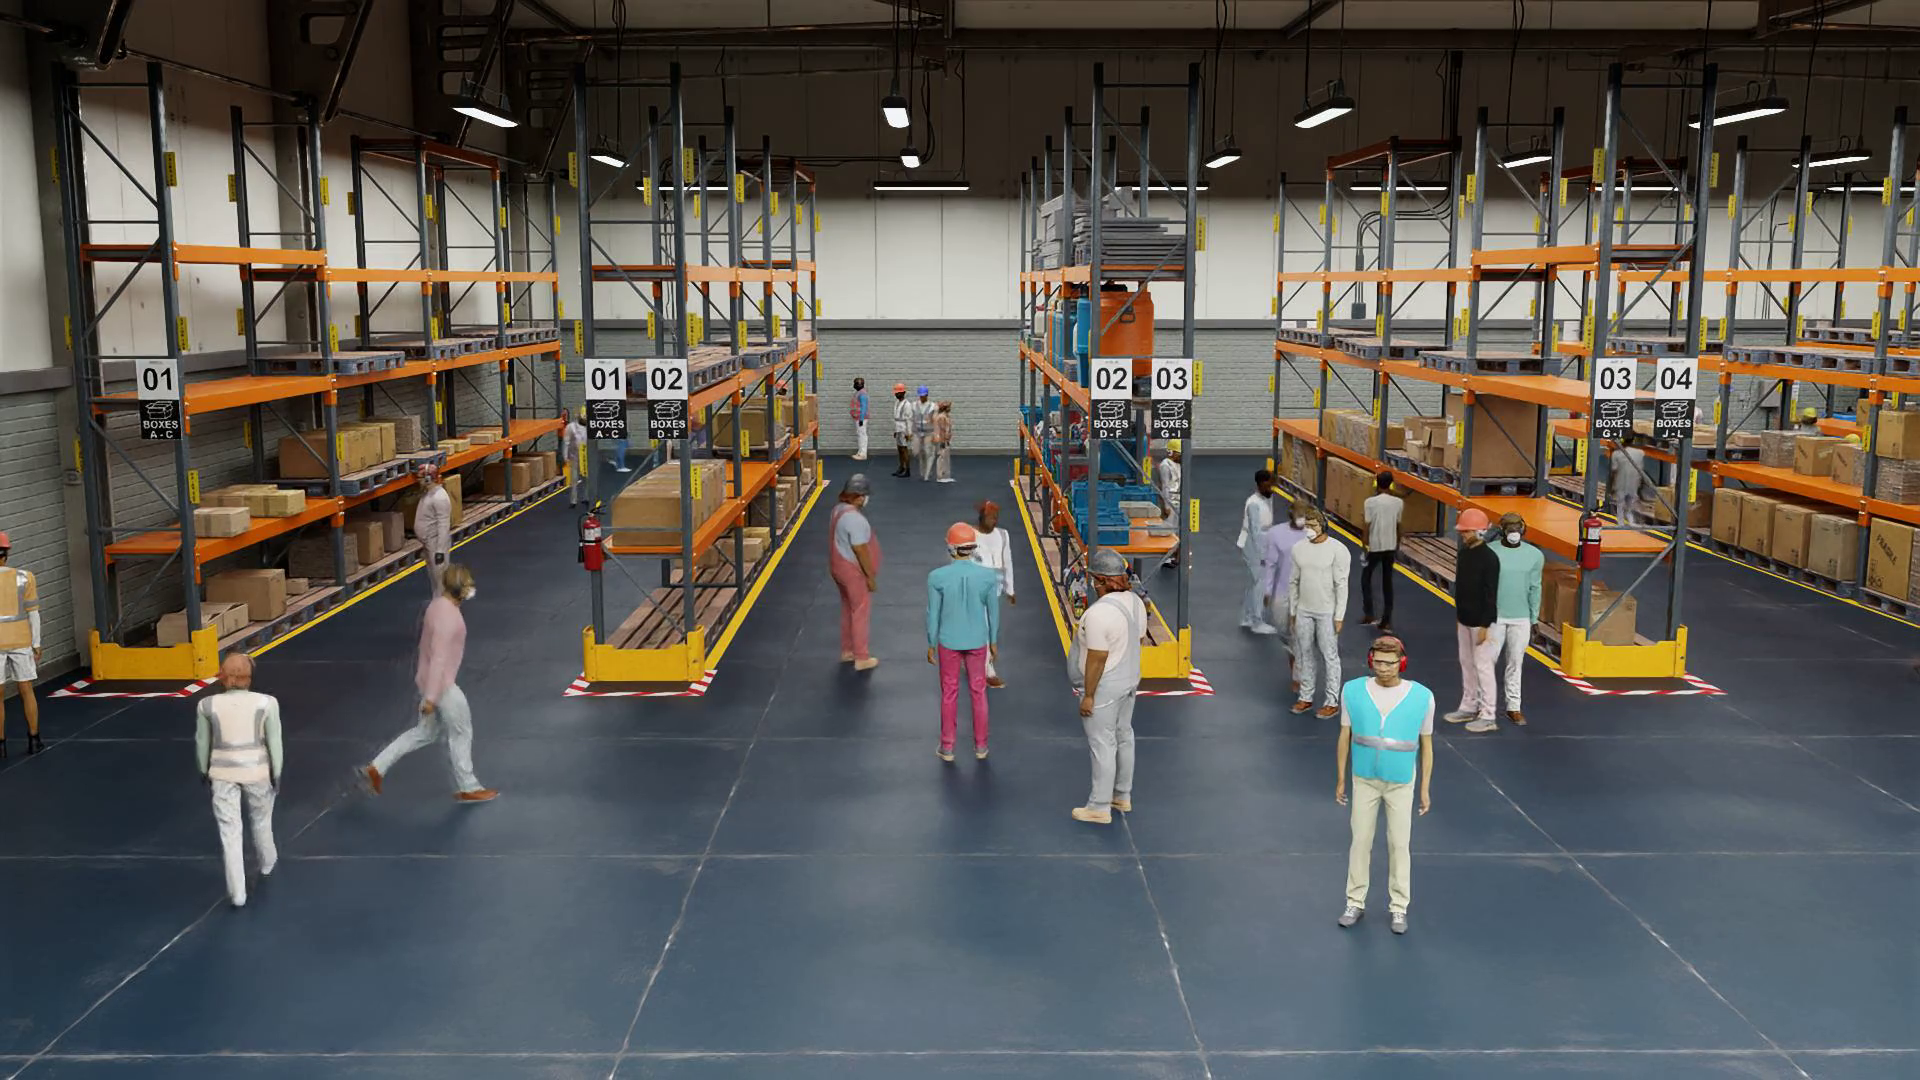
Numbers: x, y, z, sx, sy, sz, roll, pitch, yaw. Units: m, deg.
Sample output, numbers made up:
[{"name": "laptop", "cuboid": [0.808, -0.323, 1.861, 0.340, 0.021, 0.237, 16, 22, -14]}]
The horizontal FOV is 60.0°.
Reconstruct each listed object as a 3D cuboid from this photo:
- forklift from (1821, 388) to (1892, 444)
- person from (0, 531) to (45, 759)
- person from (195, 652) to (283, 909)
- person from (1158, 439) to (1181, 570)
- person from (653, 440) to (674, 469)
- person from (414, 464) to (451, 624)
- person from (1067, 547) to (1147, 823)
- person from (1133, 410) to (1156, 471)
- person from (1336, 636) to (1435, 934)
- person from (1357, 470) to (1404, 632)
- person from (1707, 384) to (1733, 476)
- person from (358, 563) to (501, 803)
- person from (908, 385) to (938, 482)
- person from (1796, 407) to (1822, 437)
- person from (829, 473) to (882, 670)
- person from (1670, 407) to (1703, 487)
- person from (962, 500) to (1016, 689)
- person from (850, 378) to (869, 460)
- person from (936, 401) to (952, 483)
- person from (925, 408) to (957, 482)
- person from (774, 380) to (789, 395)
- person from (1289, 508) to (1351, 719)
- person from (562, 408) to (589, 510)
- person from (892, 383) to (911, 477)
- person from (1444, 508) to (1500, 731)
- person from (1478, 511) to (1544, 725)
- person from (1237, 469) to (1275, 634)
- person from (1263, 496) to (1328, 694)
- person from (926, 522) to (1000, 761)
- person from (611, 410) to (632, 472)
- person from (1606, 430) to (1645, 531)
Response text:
[{"name": "forklift", "cuboid": [20.072, -3.110, 36.462, 1.873, 2.768, 1.129, 0, 9, 0]}, {"name": "person", "cuboid": [-7.998, 0.867, 13.926, 0.542, 1.929, 0.368, -6, 11, -33]}, {"name": "person", "cuboid": [-4.661, 1.519, 10.788, 0.531, 1.592, 0.844, -3, 9, -18]}, {"name": "person", "cuboid": [2.954, -0.504, 23.091, 0.403, 1.822, 0.588, 4, 10, 23]}, {"name": "person", "cuboid": [-4.861, -1.066, 27.284, 0.309, 1.641, 0.514, 3, 9, 21]}, {"name": "person", "cuboid": [-6.055, 0.074, 19.112, 0.400, 1.905, 0.643, -5, 10, -29]}, {"name": "person", "cuboid": [1.053, 1.059, 12.330, 0.537, 2.000, 0.682, 6, 11, 34]}, {"name": "person", "cuboid": [3.753, -2.238, 33.719, 0.636, 1.980, 0.576, -8, 12, -42]}, {"name": "person", "cuboid": [2.606, 1.486, 10.222, 0.575, 1.839, 0.375, 3, 9, 21]}, {"name": "person", "cuboid": [4.804, 0.111, 19.064, 0.551, 1.835, 0.662, -1, 9, -9]}, {"name": "person", "cuboid": [15.581, -2.268, 34.077, 0.416, 1.941, 0.607, 6, 11, 34]}, {"name": "person", "cuboid": [-4.034, 1.107, 12.560, 0.941, 1.890, 0.655, -4, 10, -22]}, {"name": "person", "cuboid": [-0.734, -2.130, 33.184, 0.634, 1.932, 0.590, 1, 9, 6]}, {"name": "person", "cuboid": [15.214, -1.521, 29.881, 0.513, 1.728, 0.340, 1, 9, 6]}, {"name": "person", "cuboid": [-1.073, 0.304, 17.187, 0.535, 2.000, 0.694, -3, 9, -19]}, {"name": "person", "cuboid": [13.932, -1.896, 31.976, 0.633, 1.842, 0.429, 2, 9, 14]}, {"name": "person", "cuboid": [0.212, 0.498, 16.614, 0.557, 1.846, 0.938, -6, 11, -35]}, {"name": "person", "cuboid": [-2.247, -2.720, 37.282, 0.430, 1.845, 0.619, -2, 9, -10]}, {"name": "person", "cuboid": [-0.316, -1.954, 33.042, 0.318, 1.630, 0.513, 1, 9, 8]}, {"name": "person", "cuboid": [-0.406, -1.942, 33.084, 0.619, 1.595, 0.540, -4, 10, -23]}, {"name": "person", "cuboid": [-3.654, -2.262, 33.852, 0.392, 1.991, 0.613, -2, 9, -10]}, {"name": "person", "cuboid": [3.275, 0.664, 15.242, 0.373, 1.933, 0.627, -8, 12, -42]}, {"name": "person", "cuboid": [-6.667, -1.430, 29.200, 0.652, 1.790, 0.429, -7, 11, -37]}, {"name": "person", "cuboid": [-1.202, -2.234, 33.894, 0.384, 1.929, 0.547, -5, 10, -28]}, {"name": "person", "cuboid": [4.567, 0.702, 14.810, 0.408, 1.988, 0.625, -2, 9, -12]}, {"name": "person", "cuboid": [4.911, 0.704, 14.942, 0.632, 1.940, 0.372, 0, 9, 0]}, {"name": "person", "cuboid": [3.400, 0.118, 18.918, 0.478, 1.881, 0.641, 4, 10, 22]}, {"name": "person", "cuboid": [3.314, 0.496, 16.366, 0.627, 1.912, 0.837, 3, 9, 18]}, {"name": "person", "cuboid": [0.021, 0.844, 13.852, 0.622, 1.996, 0.369, -2, 9, -11]}, {"name": "person", "cuboid": [-7.053, -2.370, 34.792, 0.409, 1.909, 0.602, -3, 9, -21]}, {"name": "person", "cuboid": [9.758, -0.723, 24.393, 0.560, 1.852, 0.411, 0, 9, -3]}]
